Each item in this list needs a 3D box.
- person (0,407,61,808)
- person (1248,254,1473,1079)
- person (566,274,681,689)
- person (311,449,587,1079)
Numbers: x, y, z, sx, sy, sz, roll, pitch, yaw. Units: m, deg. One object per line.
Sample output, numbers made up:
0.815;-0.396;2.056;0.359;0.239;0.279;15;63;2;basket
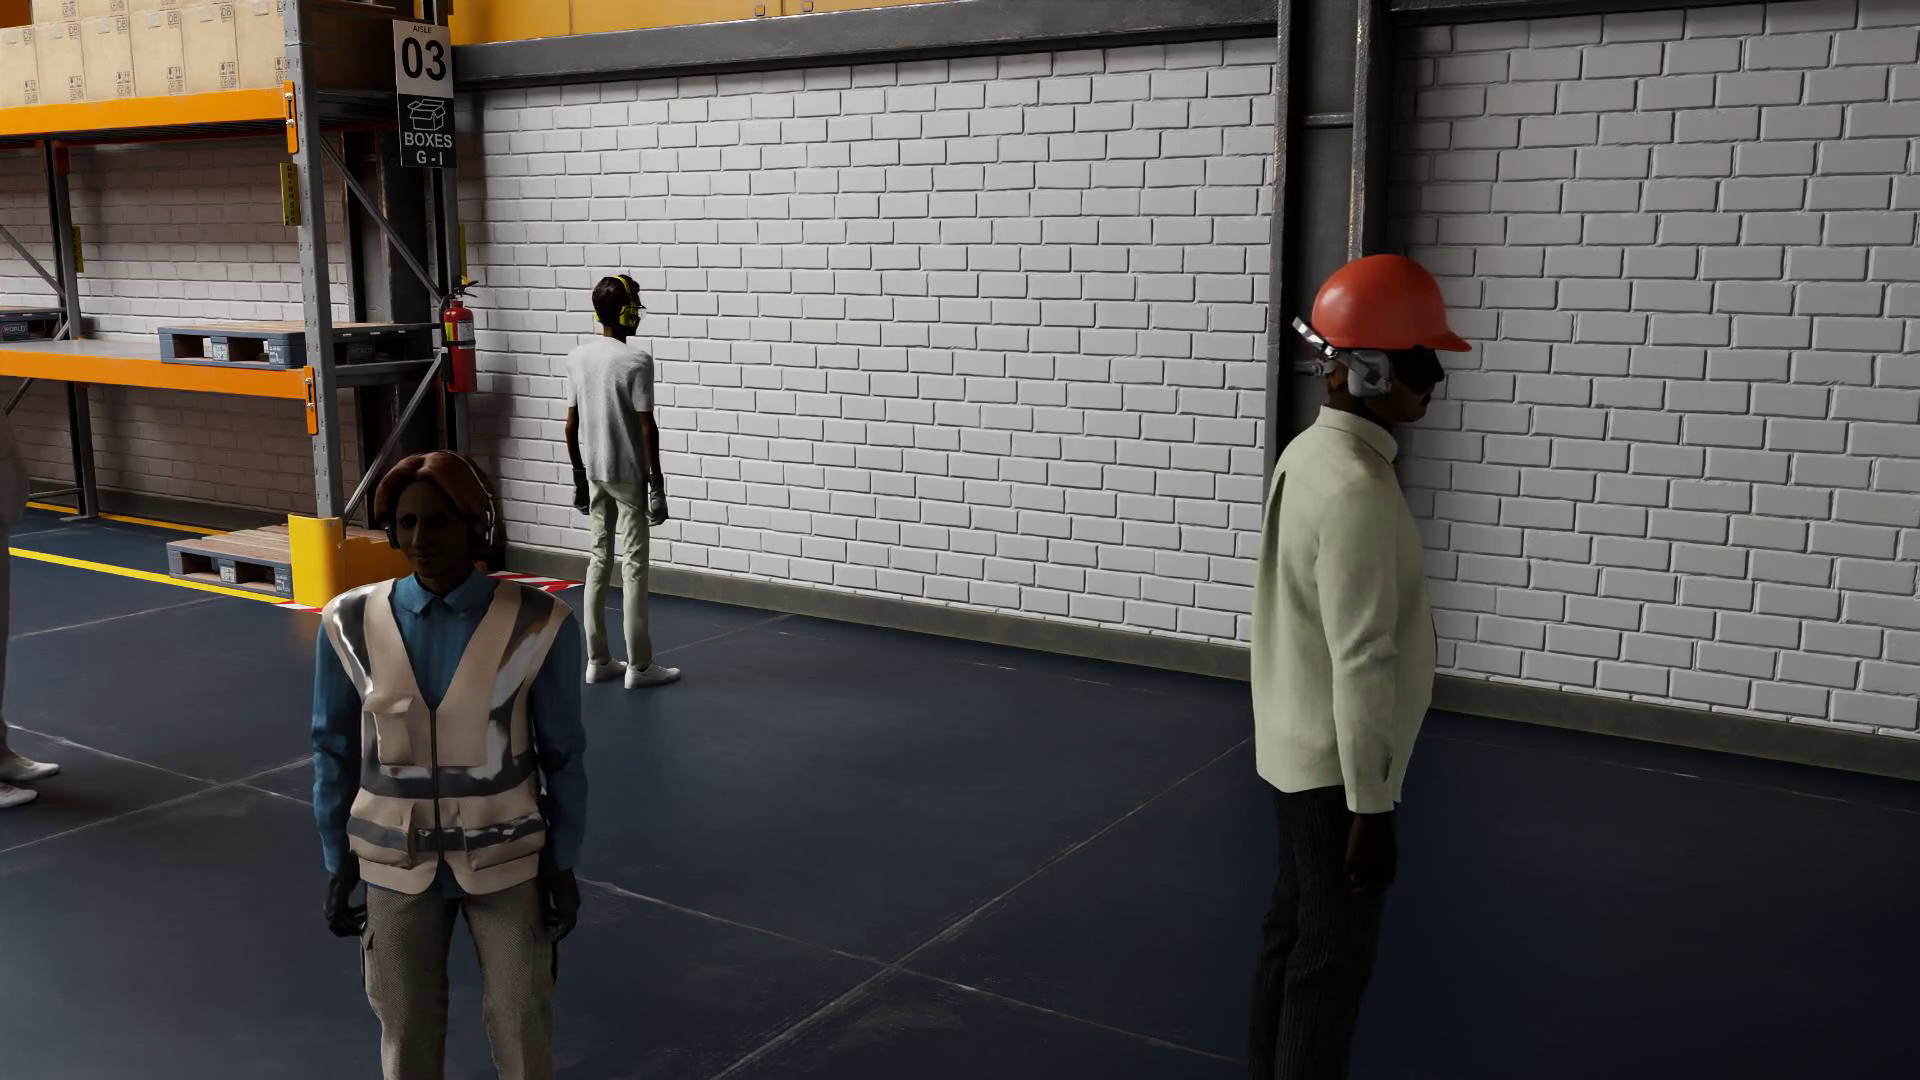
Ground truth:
-3.531;0.020;5.938;0.401;1.894;0.653;-4;11;-20;person
0.779;0.437;3.335;0.394;1.992;0.622;0;10;1;person
-1.549;-0.261;7.552;0.530;1.869;0.311;6;12;29;person
-0.971;0.639;3.204;0.512;1.641;0.307;-1;10;-5;person
